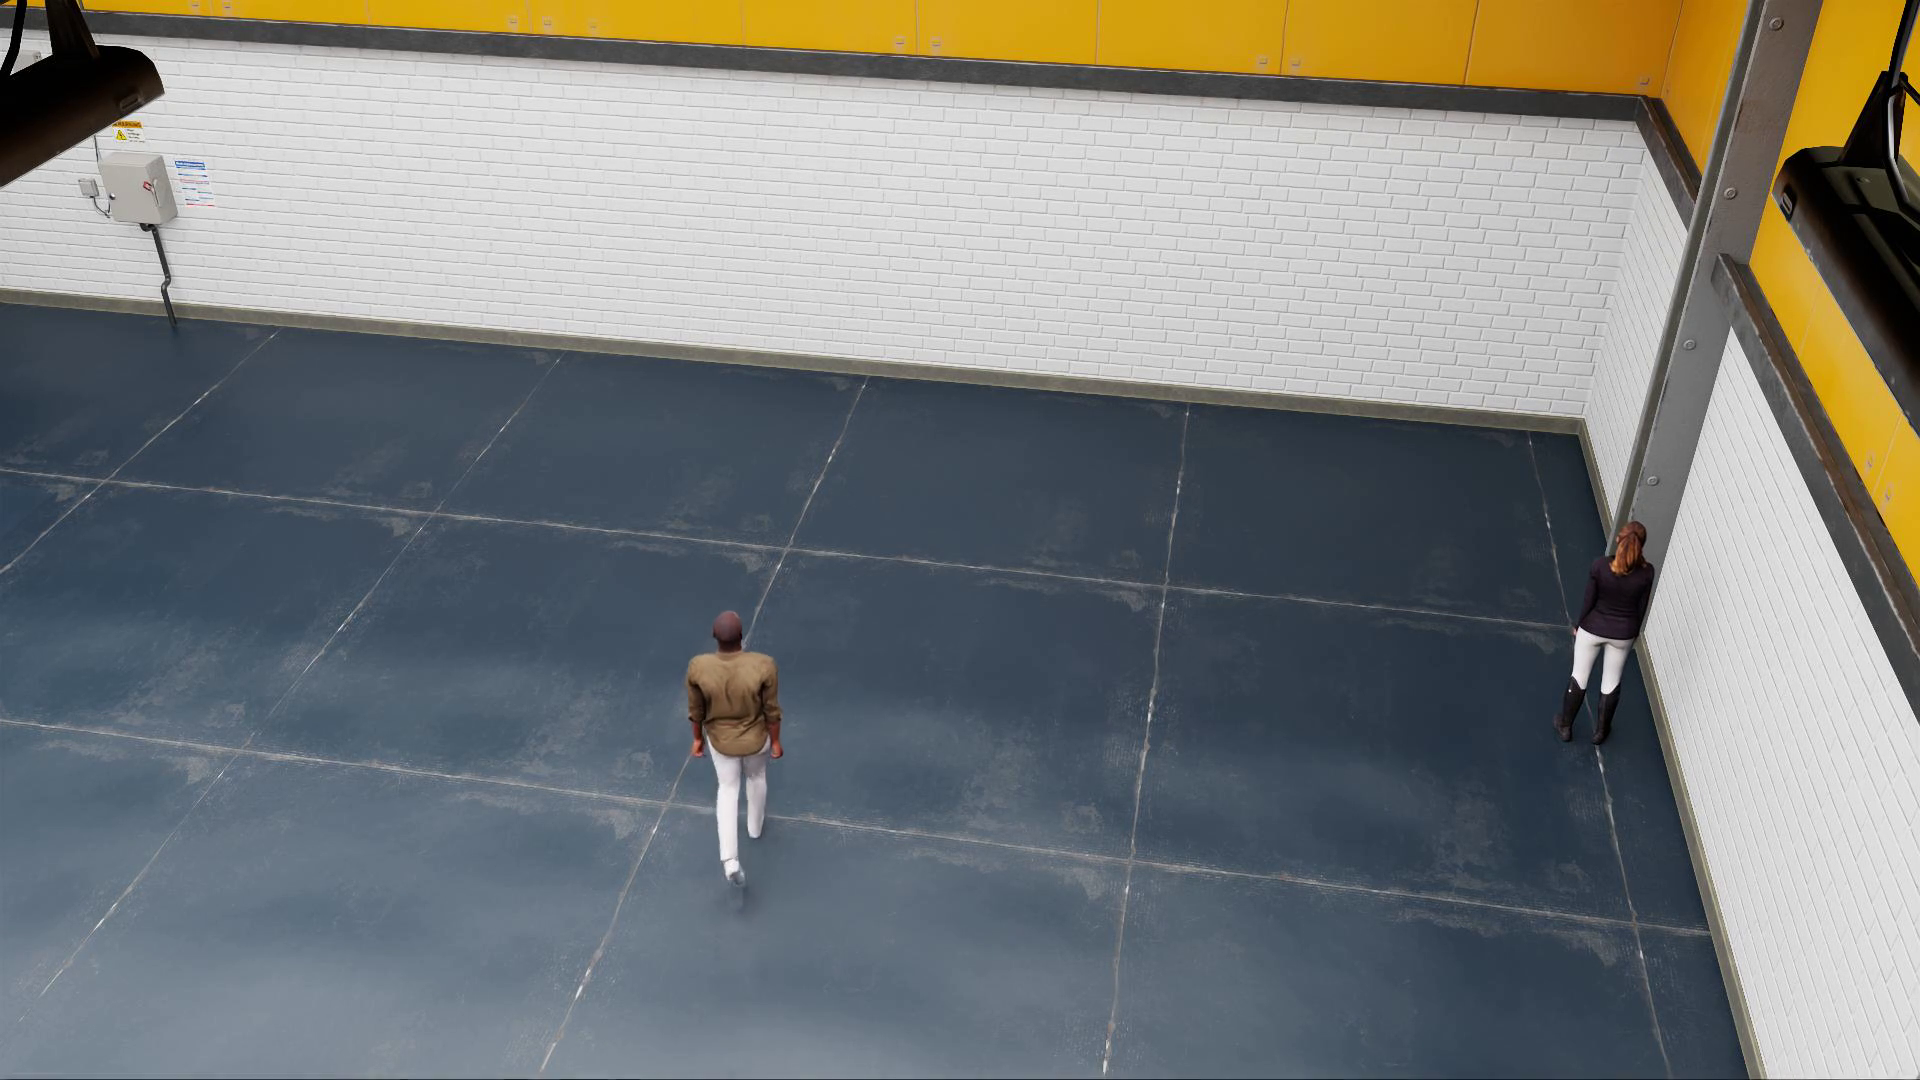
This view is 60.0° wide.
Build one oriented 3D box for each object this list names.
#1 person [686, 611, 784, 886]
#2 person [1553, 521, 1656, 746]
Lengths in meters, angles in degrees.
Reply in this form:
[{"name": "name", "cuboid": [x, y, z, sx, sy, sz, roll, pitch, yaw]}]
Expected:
[{"name": "person", "cuboid": [-1.317, 1.233, 9.843, 0.868, 1.796, 1.123, -1, 34, -2]}, {"name": "person", "cuboid": [4.214, 0.611, 10.838, 0.566, 1.729, 0.561, 8, 34, 12]}]
